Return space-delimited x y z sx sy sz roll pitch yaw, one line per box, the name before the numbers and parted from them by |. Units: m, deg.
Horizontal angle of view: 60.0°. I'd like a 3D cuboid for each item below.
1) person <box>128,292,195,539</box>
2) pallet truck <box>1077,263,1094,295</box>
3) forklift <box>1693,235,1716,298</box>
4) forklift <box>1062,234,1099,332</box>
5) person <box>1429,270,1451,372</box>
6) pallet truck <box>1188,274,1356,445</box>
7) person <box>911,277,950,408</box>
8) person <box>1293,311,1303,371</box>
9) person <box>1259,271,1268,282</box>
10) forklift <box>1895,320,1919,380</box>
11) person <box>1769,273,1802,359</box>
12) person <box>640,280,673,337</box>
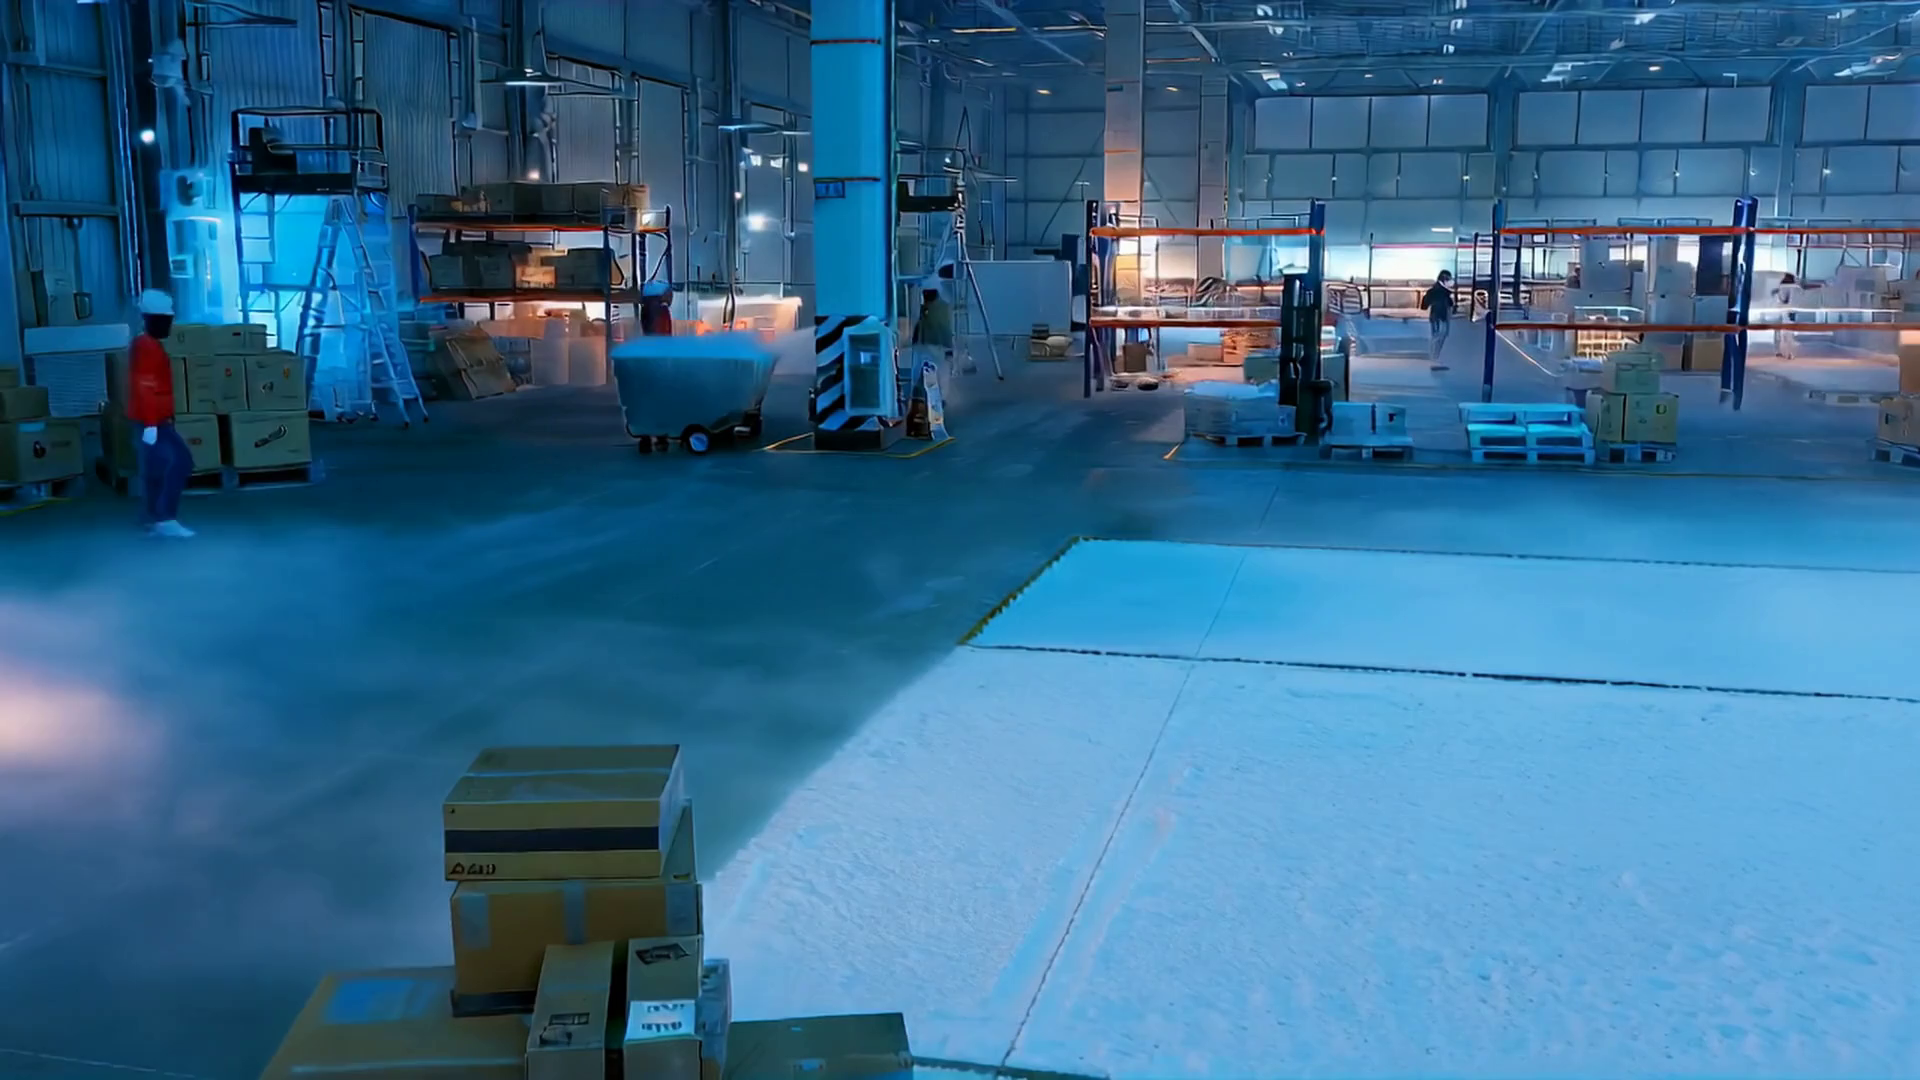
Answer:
person | -6.134 -0.952 12.848 0.534 1.907 0.623 -4 10 -21
pallet truck | 4.325 -8.180 55.162 0.823 1.965 1.885 6 11 31
forklift | 21.841 -7.544 48.823 1.873 2.768 1.129 2 10 14
forklift | 3.145 -7.329 47.558 1.873 2.768 1.129 2 10 14
person | 9.225 -4.194 31.883 0.372 1.934 0.627 6 11 33
pallet truck | 3.653 -2.138 19.590 1.885 1.965 0.823 -4 10 -20
person | -0.466 -2.808 23.825 0.764 1.900 0.605 -5 11 -29
person | 6.613 -4.099 31.916 0.335 1.734 0.501 6 11 33
person | 10.890 -8.758 59.440 0.541 1.698 0.316 -6 11 -30
forklift | 17.020 -4.003 27.972 1.873 2.768 1.129 2 10 14
person | 17.705 -4.790 35.667 0.634 1.839 0.429 8 13 41
person | -3.803 -2.378 21.310 0.550 1.905 0.887 8 13 40
